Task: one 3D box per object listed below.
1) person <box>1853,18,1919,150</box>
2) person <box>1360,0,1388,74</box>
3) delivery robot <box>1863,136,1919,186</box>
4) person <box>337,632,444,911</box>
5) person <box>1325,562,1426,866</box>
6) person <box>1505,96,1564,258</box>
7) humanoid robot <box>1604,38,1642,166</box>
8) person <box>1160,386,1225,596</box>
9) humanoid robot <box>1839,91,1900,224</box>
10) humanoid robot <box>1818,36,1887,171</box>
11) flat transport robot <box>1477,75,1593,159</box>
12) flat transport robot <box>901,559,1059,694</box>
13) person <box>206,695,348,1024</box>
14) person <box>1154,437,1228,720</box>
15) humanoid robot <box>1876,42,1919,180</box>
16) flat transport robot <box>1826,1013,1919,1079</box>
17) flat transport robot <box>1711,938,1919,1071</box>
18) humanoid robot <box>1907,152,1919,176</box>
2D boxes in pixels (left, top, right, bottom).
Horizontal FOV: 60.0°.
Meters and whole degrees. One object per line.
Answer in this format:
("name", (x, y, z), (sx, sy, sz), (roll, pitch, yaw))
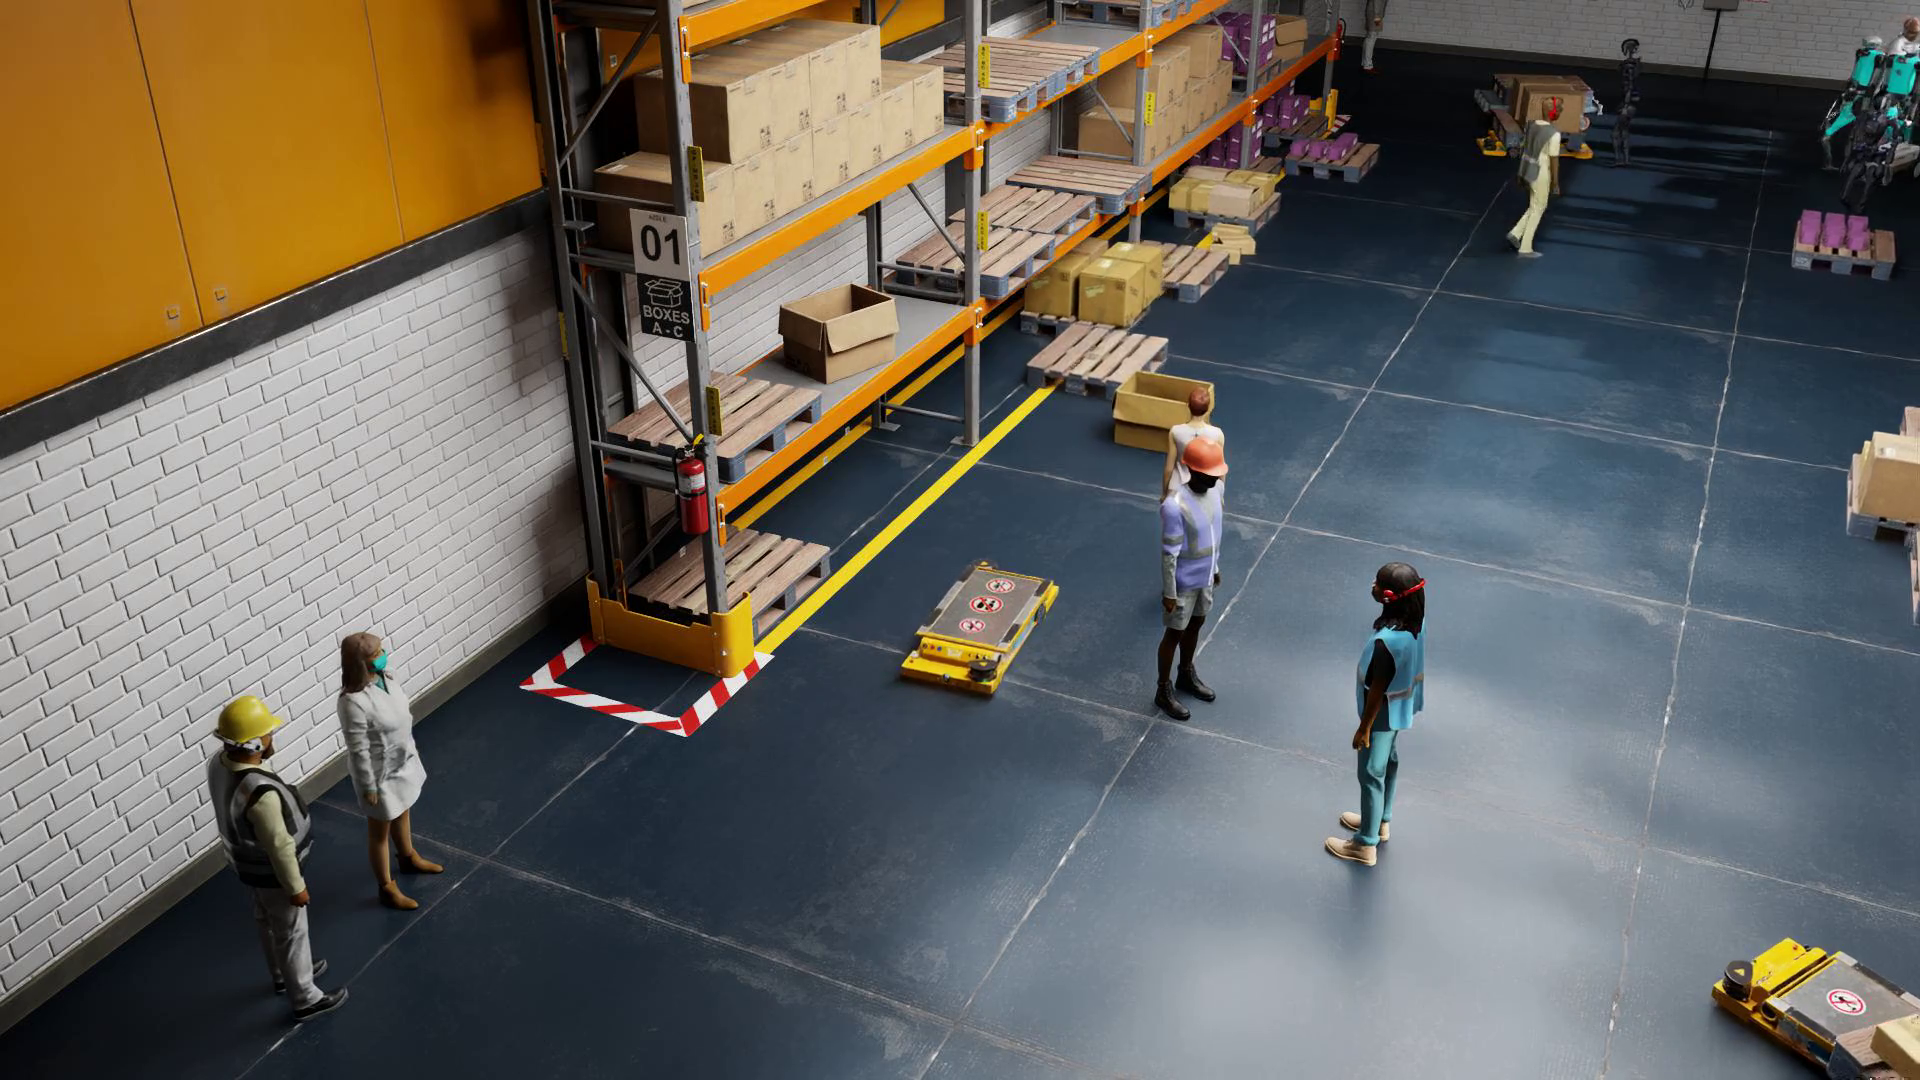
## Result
("person", (12.488, -6.103, 22.387), (0.565, 1.859, 0.781), (15, 32, 26))
("person", (6.704, -8.473, 26.796), (0.367, 1.833, 0.503), (3, 28, 6))
("delivery robot", (12.123, -4.933, 21.589), (0.793, 0.610, 0.499), (-19, 34, -31))
("person", (-3.090, 1.228, 8.981), (0.336, 1.661, 0.495), (5, 29, 10))
("person", (2.355, 0.968, 9.262), (0.395, 1.862, 0.507), (17, 33, 28))
("person", (6.474, -4.030, 18.555), (0.459, 1.830, 0.566), (-4, 29, -7))
("humanoid robot", (8.807, -5.757, 21.924), (0.406, 1.637, 0.611), (8, 29, 15))
("person", (1.652, -0.307, 11.827), (0.452, 1.659, 0.277), (4, 29, 7))
("humanoid robot", (10.623, -4.406, 19.420), (0.359, 1.648, 0.596), (-21, 35, -34))
("humanoid robot", (11.431, -5.604, 21.584), (0.717, 1.797, 0.531), (-3, 28, -5))
("flat transport robot", (7.861, -5.408, 22.757), (1.431, 0.231, 0.659), (4, 29, 7))
("flat transport robot", (0.162, 0.584, 11.645), (0.659, 0.231, 1.431), (10, 30, 19))
("person", (-3.382, 1.568, 8.189), (0.403, 1.825, 0.589), (-24, 36, -37))
("person", (1.490, 0.225, 10.554), (0.359, 1.935, 0.552), (24, 37, 37))
("humanoid robot", (12.145, -5.510, 21.389), (0.734, 1.771, 0.542), (-14, 31, -24))
("flat transport robot", (4.829, 2.788, 7.559), (0.659, 0.231, 1.431), (-9, 29, -15))
("flat transport robot", (4.518, 2.474, 8.140), (0.659, 0.231, 1.431), (-17, 33, -29))
("humanoid robot", (12.602, -5.526, 21.488), (0.315, 1.657, 0.603), (6, 29, 12))
